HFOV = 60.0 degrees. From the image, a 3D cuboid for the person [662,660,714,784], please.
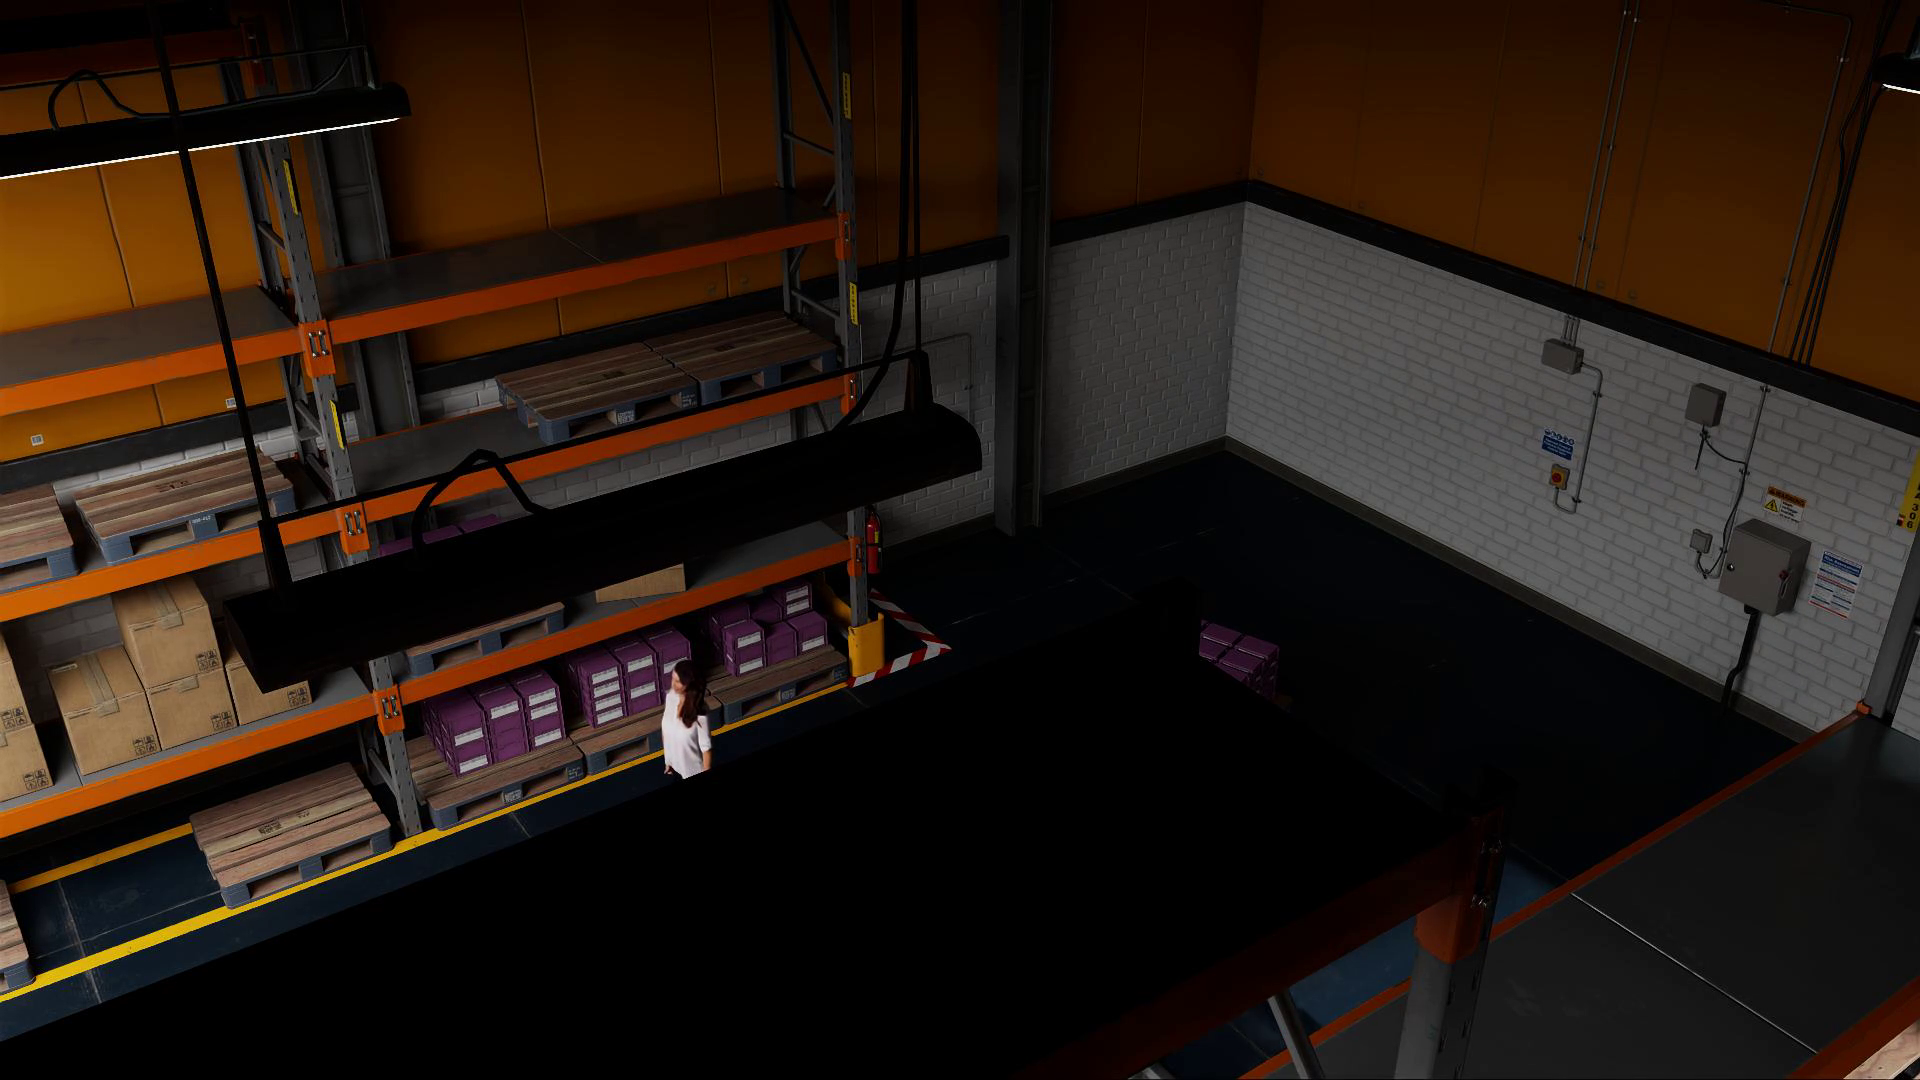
[{"bbox_3d":[-1.891,1.618,11.789,0.662,1.798,0.617,20,35,33],"label":"person"}]
